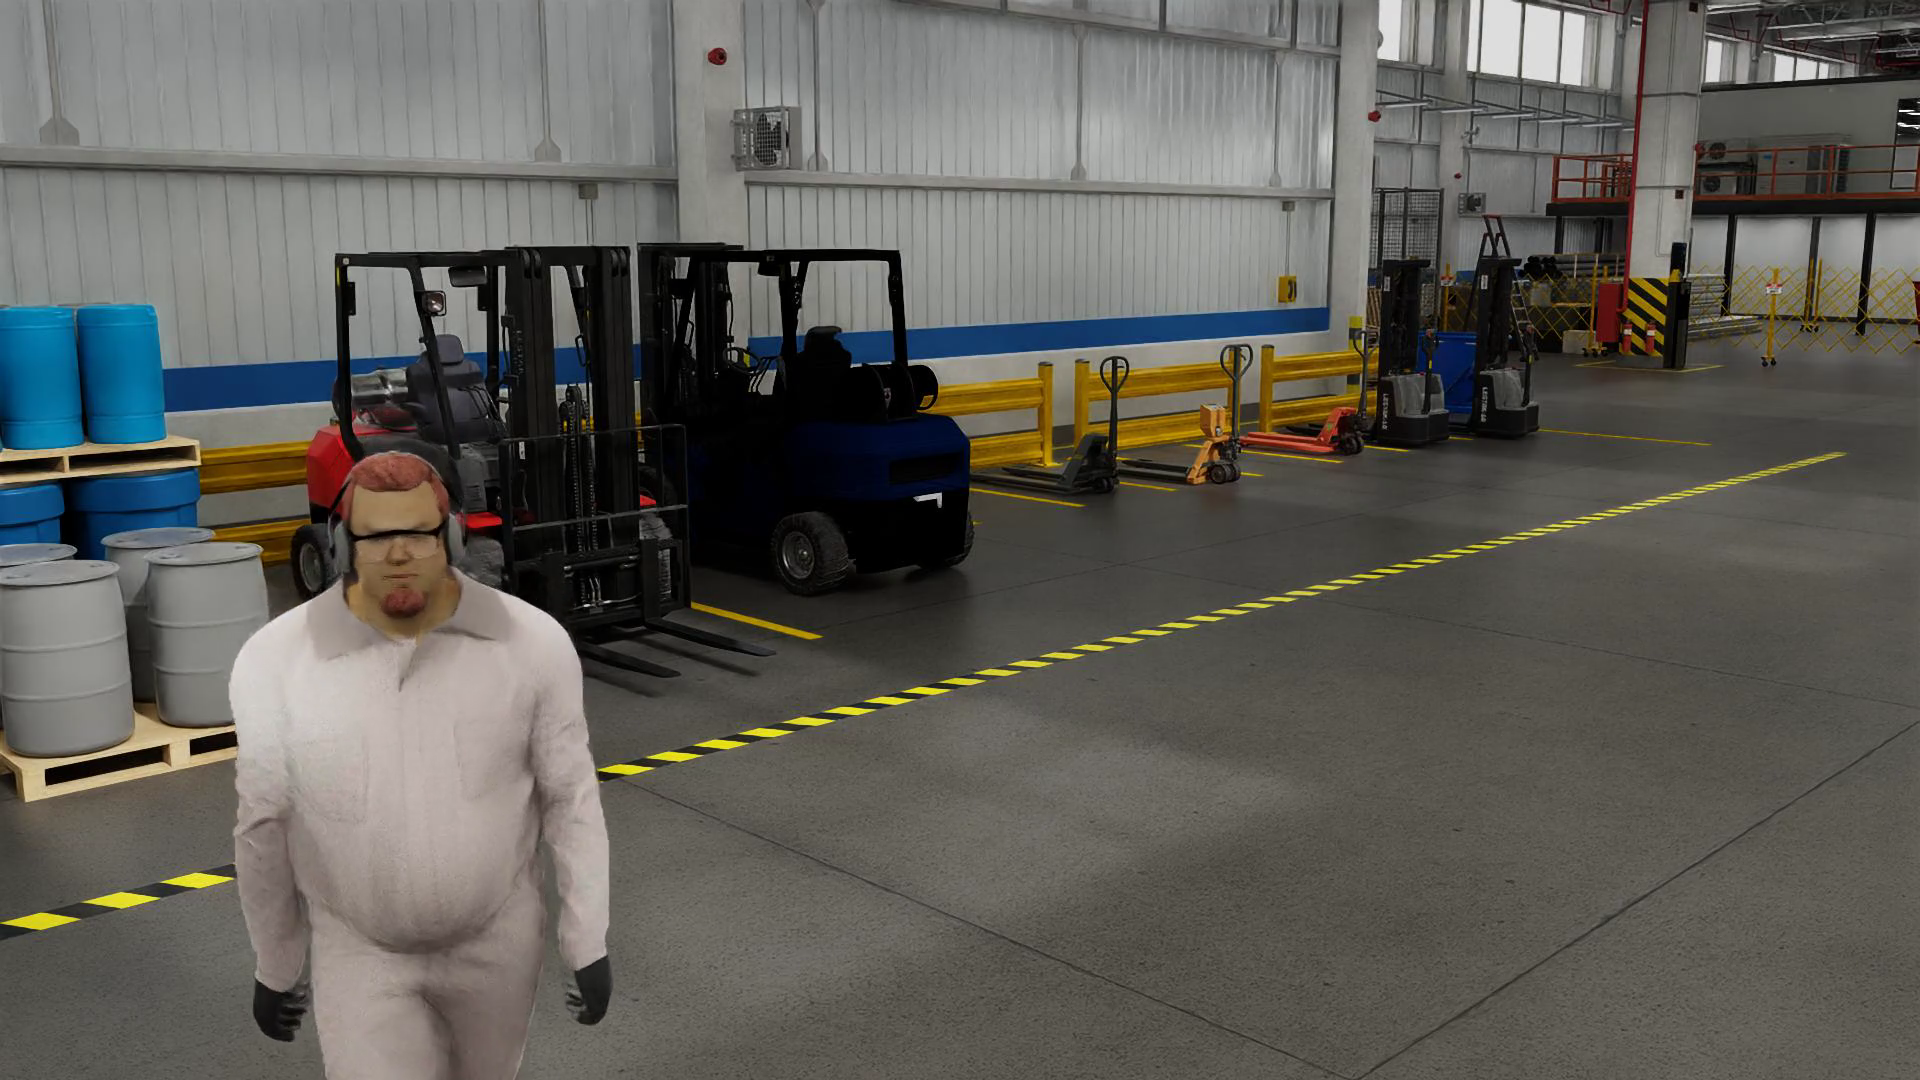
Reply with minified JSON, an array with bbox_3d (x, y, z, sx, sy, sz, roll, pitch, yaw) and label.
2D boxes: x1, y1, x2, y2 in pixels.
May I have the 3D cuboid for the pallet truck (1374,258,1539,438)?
[{"bbox_3d":[5.704,-2.208,18.901,1.885,1.965,0.823,10,14,43],"label":"pallet truck"}]

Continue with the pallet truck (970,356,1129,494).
[{"bbox_3d":[0.784,-1.085,14.876,0.680,1.201,1.601,-10,14,-44],"label":"pallet truck"}]

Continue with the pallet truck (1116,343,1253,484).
[{"bbox_3d":[1.962,-1.215,15.415,1.522,1.261,0.704,10,14,43],"label":"pallet truck"}]

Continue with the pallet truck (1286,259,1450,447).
[{"bbox_3d":[4.493,-2.078,18.196,0.823,1.965,1.885,-9,14,-40],"label":"pallet truck"}]

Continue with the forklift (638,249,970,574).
[{"bbox_3d":[-1.173,-0.958,11.239,2.680,1.987,1.157,10,14,43],"label":"forklift"}]

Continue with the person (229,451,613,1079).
[{"bbox_3d":[-0.993,0.755,3.139,0.664,1.852,0.986,-4,11,-21],"label":"person"}]

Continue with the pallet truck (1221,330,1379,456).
[{"bbox_3d":[3.563,-1.581,17.381,0.653,1.274,1.630,-10,14,-44],"label":"pallet truck"}]

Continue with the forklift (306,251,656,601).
[{"bbox_3d":[-2.833,-0.669,9.694,1.157,1.987,2.680,-10,14,-44],"label":"forklift"}]
